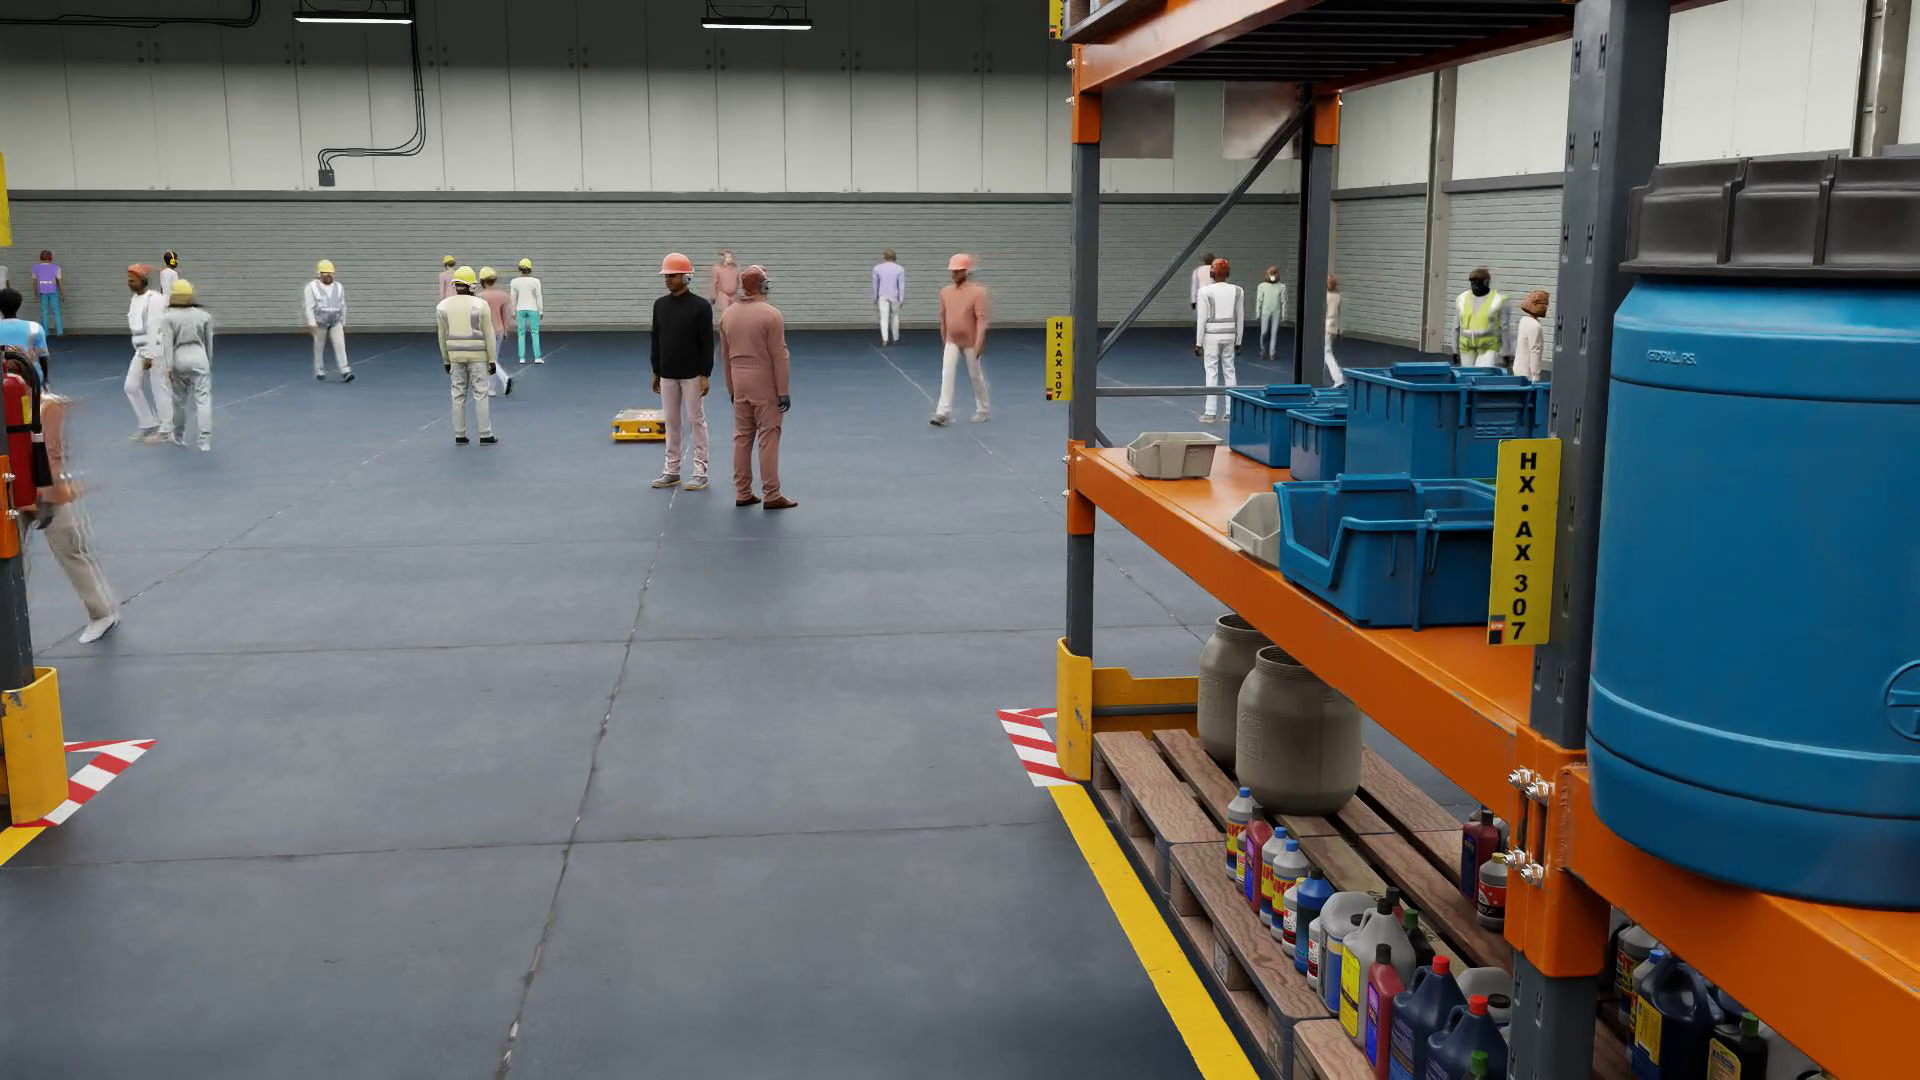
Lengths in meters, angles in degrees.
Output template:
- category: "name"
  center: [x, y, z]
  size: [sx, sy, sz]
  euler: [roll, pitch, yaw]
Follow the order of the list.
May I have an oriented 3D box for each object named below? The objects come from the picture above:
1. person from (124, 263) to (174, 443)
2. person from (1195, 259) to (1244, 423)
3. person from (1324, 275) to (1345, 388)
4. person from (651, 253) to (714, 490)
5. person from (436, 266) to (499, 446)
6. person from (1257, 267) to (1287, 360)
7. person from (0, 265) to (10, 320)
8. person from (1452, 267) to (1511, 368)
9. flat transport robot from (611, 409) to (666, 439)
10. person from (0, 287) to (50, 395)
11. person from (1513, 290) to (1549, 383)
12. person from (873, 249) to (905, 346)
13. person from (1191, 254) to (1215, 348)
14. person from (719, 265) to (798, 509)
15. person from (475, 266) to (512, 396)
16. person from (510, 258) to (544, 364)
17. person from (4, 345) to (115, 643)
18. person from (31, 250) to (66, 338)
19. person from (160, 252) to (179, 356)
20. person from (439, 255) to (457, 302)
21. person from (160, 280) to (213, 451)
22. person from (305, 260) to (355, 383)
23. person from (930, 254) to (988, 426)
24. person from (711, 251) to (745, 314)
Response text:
- category: "person"
  center: [-8.448, -1.921, 17.210]
  size: [0.571, 1.863, 0.554]
  euler: [8, 13, 36]
- category: "person"
  center: [2.978, -2.282, 19.109]
  size: [0.583, 1.882, 0.337]
  euler: [-3, 11, -16]
- category: "person"
  center: [5.185, -2.927, 23.420]
  size: [0.512, 1.602, 0.824]
  euler: [-7, 13, -35]
- category: "person"
  center: [-2.362, -1.419, 14.075]
  size: [0.612, 1.995, 0.382]
  euler: [5, 11, 25]
- category: "person"
  center: [-5.008, -1.868, 16.983]
  size: [0.590, 1.833, 0.404]
  euler: [1, 10, 7]
- category: "person"
  center: [5.392, -3.910, 28.769]
  size: [0.500, 1.621, 0.335]
  euler: [1, 10, 3]
- category: "person"
  center: [-19.022, -4.782, 32.890]
  size: [0.327, 1.860, 0.517]
  euler: [5, 12, 28]
- category: "person"
  center: [5.813, -2.126, 18.495]
  size: [0.660, 1.808, 0.801]
  euler: [9, 13, 39]
- category: "flat transport robot"
  center: [-3.361, -1.252, 17.893]
  size: [0.652, 0.197, 1.431]
  euler: [-1, 10, -6]
- category: "person"
  center: [-8.267, -1.364, 14.590]
  size: [0.537, 1.696, 0.318]
  euler: [-7, 13, -34]
- category: "person"
  center: [5.504, -1.597, 16.076]
  size: [0.291, 1.622, 0.509]
  euler: [1, 10, 5]
- category: "person"
  center: [-1.387, -4.754, 32.694]
  size: [0.637, 1.890, 1.041]
  euler: [0, 10, 1]
- category: "person"
  center: [4.842, -4.628, 32.211]
  size: [0.636, 1.798, 0.932]
  euler: [5, 12, 27]
- category: "person"
  center: [-1.574, -1.197, 13.090]
  size: [0.641, 1.913, 0.408]
  euler: [7, 13, 35]
- category: "person"
  center: [-6.188, -2.753, 22.080]
  size: [0.678, 1.748, 0.528]
  euler: [7, 13, 35]
- category: "person"
  center: [-7.277, -3.840, 27.977]
  size: [0.524, 1.769, 0.315]
  euler: [0, 10, -2]
- category: "person"
  center: [-4.733, -0.201, 8.482]
  size: [0.511, 1.600, 0.852]
  euler: [2, 11, 10]
- category: "person"
  center: [-19.321, -5.209, 35.263]
  size: [0.570, 1.843, 0.372]
  euler: [-3, 11, -15]
- category: "person"
  center: [-13.837, -4.123, 29.263]
  size: [0.534, 1.862, 0.311]
  euler: [7, 13, 35]
- category: "person"
  center: [-10.241, -4.848, 33.504]
  size: [0.533, 1.767, 0.325]
  euler: [-10, 14, -44]
- category: "person"
  center: [-7.775, -1.759, 16.764]
  size: [0.489, 1.697, 0.902]
  euler: [-7, 12, -33]
- category: "person"
  center: [-9.199, -3.174, 24.262]
  size: [0.610, 1.781, 0.942]
  euler: [-9, 14, -41]
- category: "person"
  center: [0.023, -2.268, 18.905]
  size: [0.637, 1.936, 1.067]
  euler: [5, 12, 27]
- category: "person"
  center: [-4.750, -5.021, 34.253]
  size: [0.641, 1.842, 1.049]
  euler: [-7, 12, -32]
